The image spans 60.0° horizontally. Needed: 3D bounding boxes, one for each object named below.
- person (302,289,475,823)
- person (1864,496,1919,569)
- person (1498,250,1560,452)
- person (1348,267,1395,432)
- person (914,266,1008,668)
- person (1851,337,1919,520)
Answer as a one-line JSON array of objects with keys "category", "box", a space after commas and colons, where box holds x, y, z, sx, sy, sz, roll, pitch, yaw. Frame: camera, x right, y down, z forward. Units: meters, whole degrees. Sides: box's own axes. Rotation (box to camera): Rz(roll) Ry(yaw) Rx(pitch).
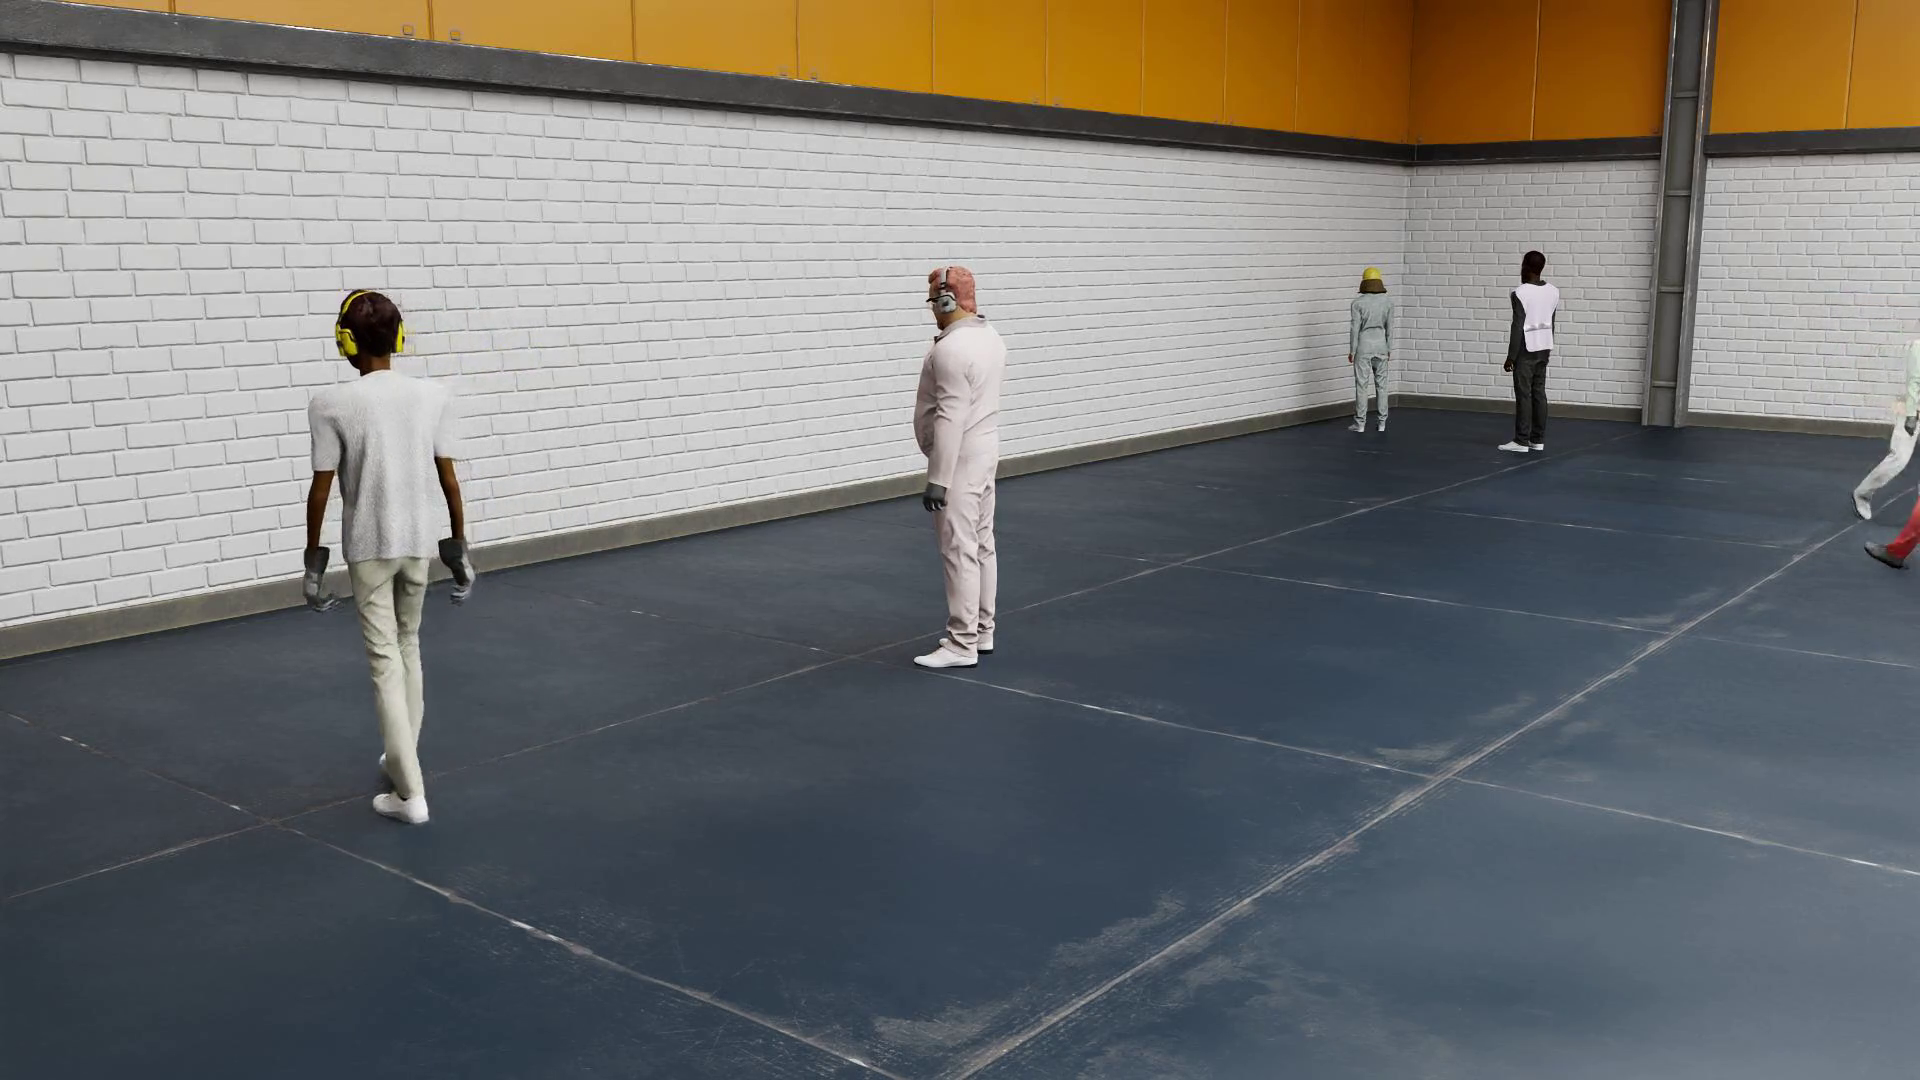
[{"category": "person", "box": [-2.083, 0.051, 5.911, 0.563, 1.840, 0.748, -10, 14, -43]}, {"category": "person", "box": [5.966, -0.606, 9.893, 0.533, 1.709, 0.942, -5, 11, -26]}, {"category": "person", "box": [5.474, -1.804, 15.958, 0.592, 1.922, 0.392, -7, 12, -33]}, {"category": "person", "box": [4.345, -2.014, 17.625, 0.485, 1.740, 0.303, -2, 10, -9]}, {"category": "person", "box": [-0.020, -0.342, 7.915, 0.407, 1.902, 0.639, 4, 11, 20]}, {"category": "person", "box": [6.742, -0.881, 11.729, 0.528, 1.598, 0.781, -4, 11, -22]}]
